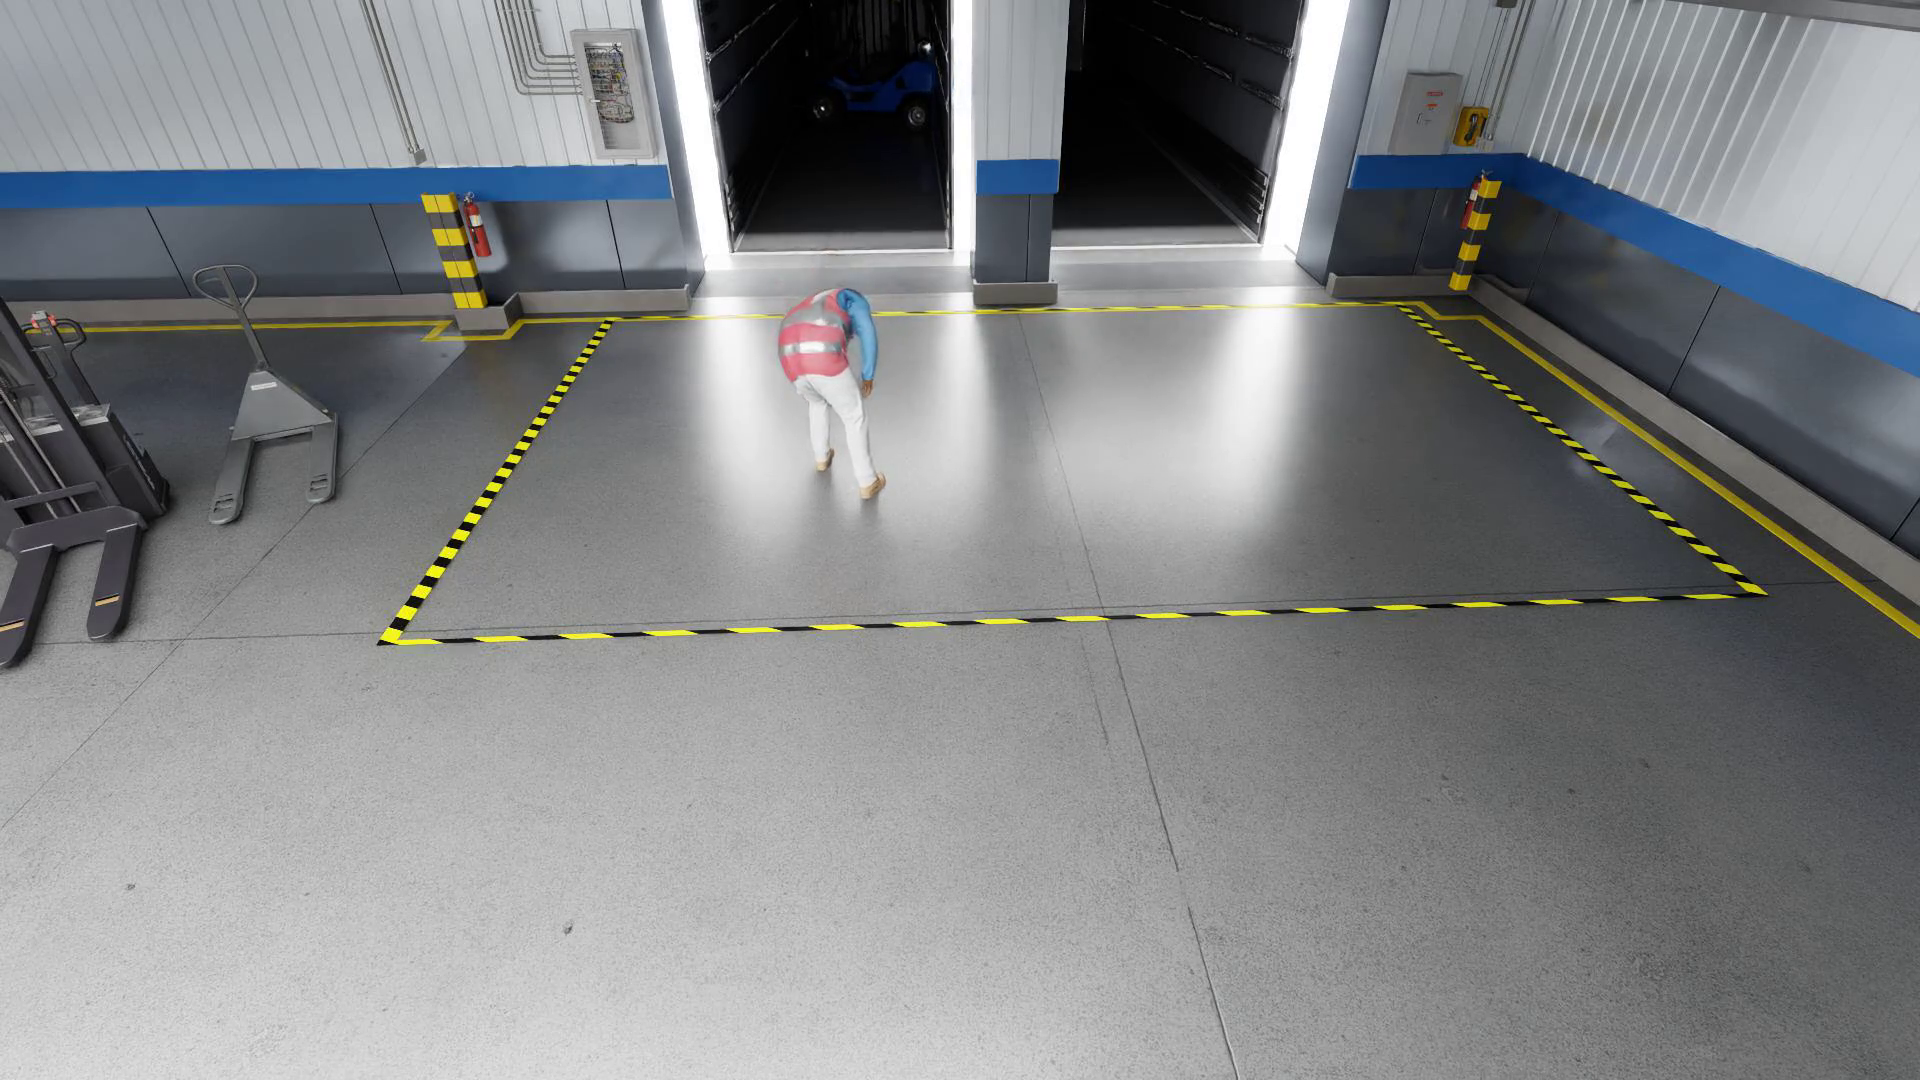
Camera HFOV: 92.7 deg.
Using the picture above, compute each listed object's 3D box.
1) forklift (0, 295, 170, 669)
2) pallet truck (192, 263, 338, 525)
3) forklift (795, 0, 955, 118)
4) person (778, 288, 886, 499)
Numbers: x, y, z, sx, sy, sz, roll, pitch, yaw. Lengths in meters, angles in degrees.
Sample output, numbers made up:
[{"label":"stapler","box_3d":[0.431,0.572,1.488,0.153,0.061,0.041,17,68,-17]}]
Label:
[{"label":"forklift","box_3d":[-5.212,-0.618,4.878,0.823,1.965,1.885,-20,39,-26]},{"label":"pallet truck","box_3d":[-4.778,-1.027,6.128,0.680,1.201,1.601,-17,38,-23]},{"label":"forklift","box_3d":[-1.468,-8.442,15.808,2.680,2.036,1.157,6,35,8]},{"label":"person","box_3d":[-0.837,-1.047,6.176,0.994,1.265,0.844,25,42,31]}]
